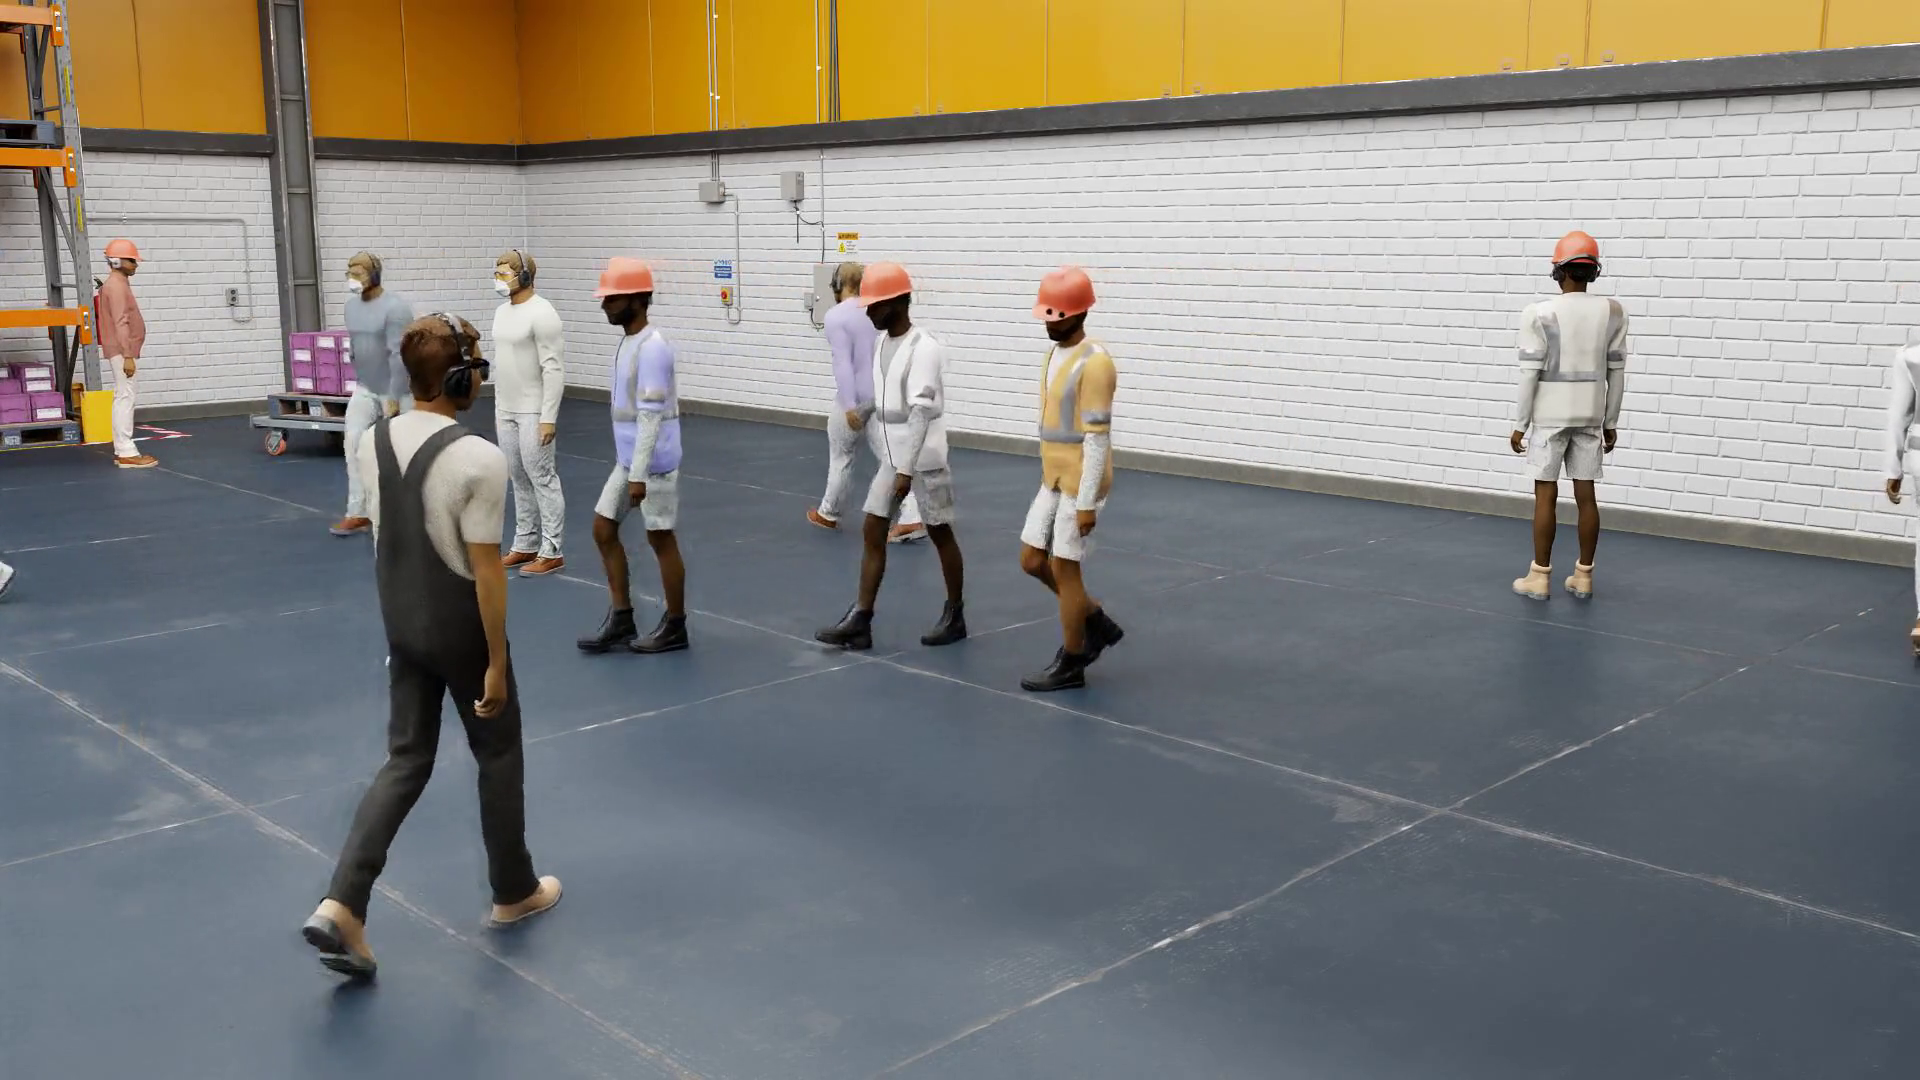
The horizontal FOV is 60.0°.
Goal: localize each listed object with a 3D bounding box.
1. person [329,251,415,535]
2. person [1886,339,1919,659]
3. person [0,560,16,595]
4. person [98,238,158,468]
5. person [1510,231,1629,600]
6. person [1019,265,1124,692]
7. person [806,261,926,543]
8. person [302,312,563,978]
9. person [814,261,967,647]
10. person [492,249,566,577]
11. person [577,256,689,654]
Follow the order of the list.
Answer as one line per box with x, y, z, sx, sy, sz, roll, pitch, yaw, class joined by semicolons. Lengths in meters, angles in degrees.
-3.941;-0.964;11.148;0.650;1.907;0.800;6;12;28;person
4.773;-0.354;8.033;0.944;1.847;0.583;-10;14;-42;person
-5.579;-0.403;8.913;0.512;1.612;0.789;10;14;43;person
-7.299;-1.631;14.570;0.393;1.990;0.617;-6;12;-29;person
3.368;-0.682;9.258;0.614;2.043;0.373;-1;10;-6;person
0.481;-0.249;7.299;0.492;1.897;0.597;-4;11;-19;person
-0.621;-0.916;11.087;1.105;1.855;0.636;9;14;42;person
-1.459;0.287;4.594;0.516;1.822;0.818;4;11;22;person
-0.315;-0.386;8.050;0.902;1.884;0.579;-7;13;-35;person
-2.594;-0.752;9.924;0.636;1.939;0.363;10;14;44;person
-1.611;-0.375;7.919;0.679;1.915;0.581;-5;12;-27;person
